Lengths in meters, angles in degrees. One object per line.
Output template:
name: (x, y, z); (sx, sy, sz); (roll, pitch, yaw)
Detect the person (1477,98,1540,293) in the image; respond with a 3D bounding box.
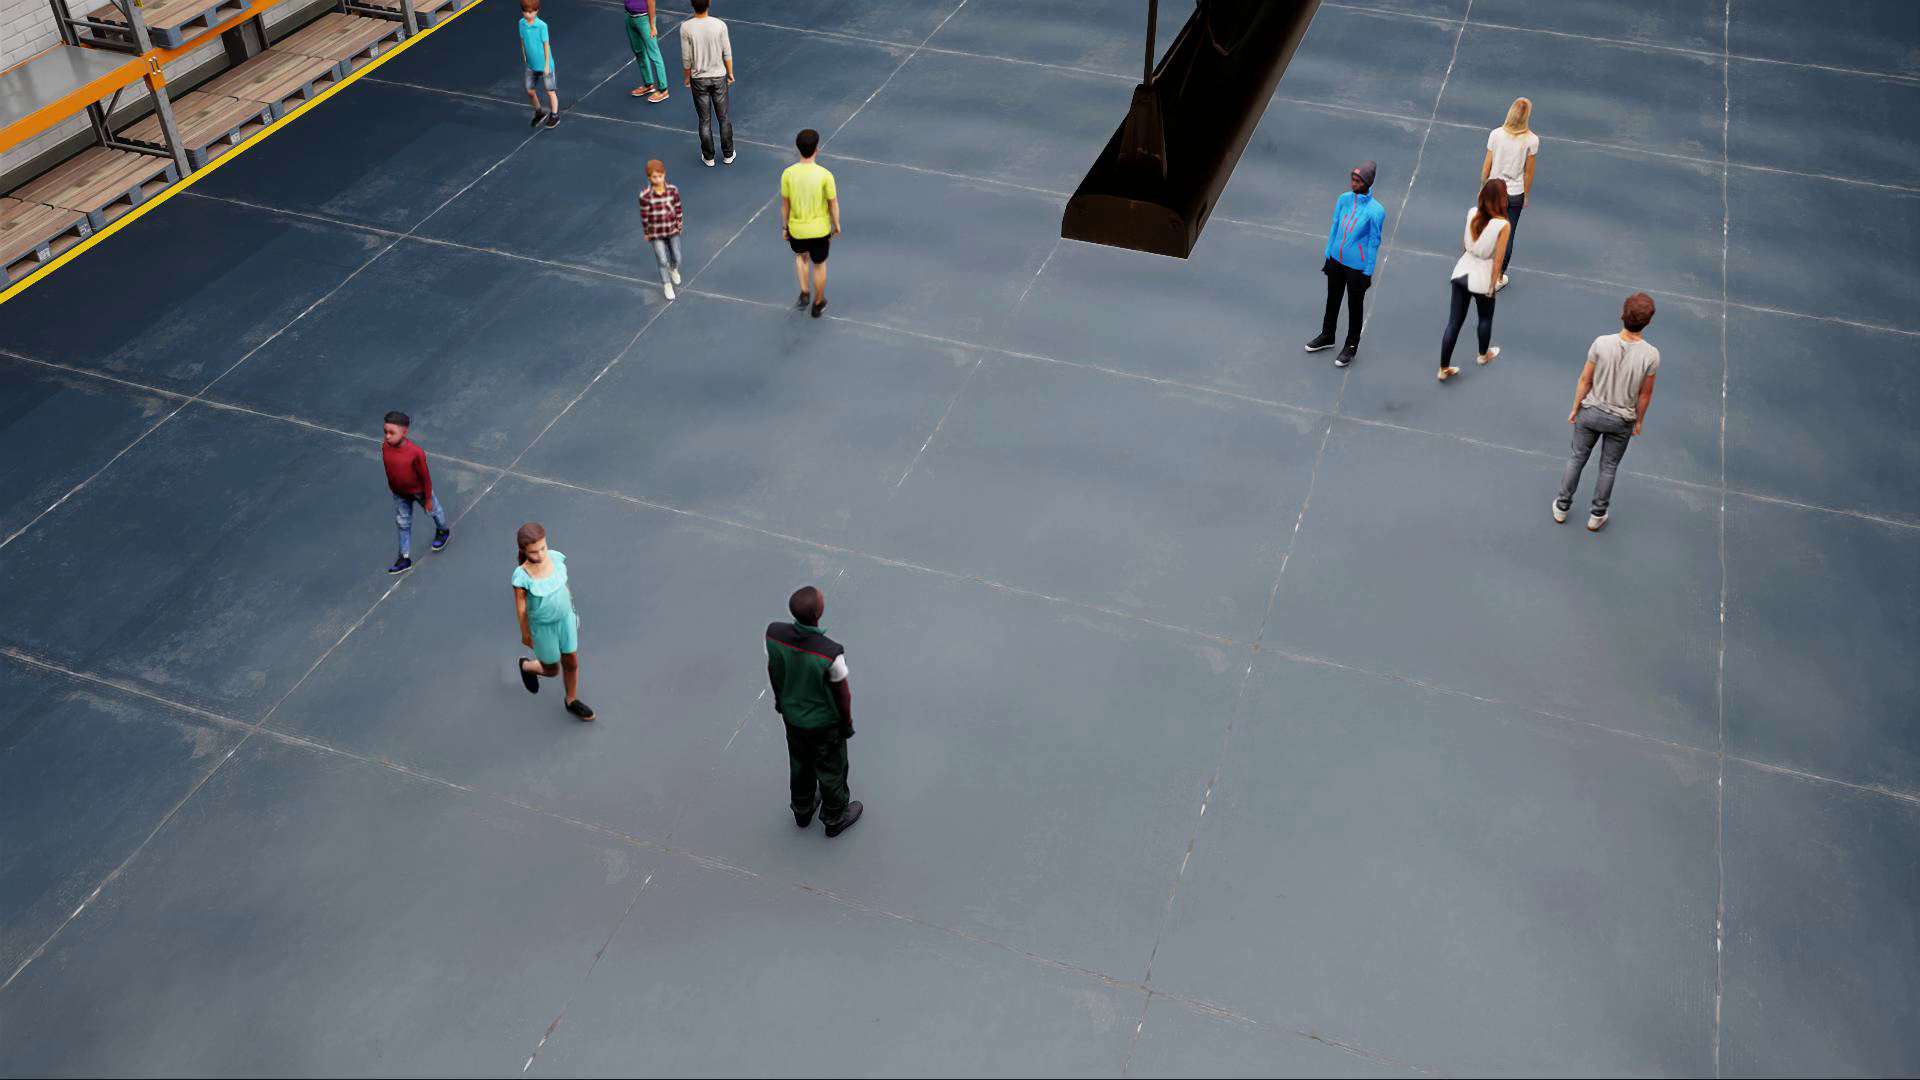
person: (4.802, -3.052, 14.709); (0.588, 1.809, 0.494); (14, 41, 17)

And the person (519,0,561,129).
person: (-4.394, -5.067, 17.530); (0.517, 1.437, 0.512); (13, 40, 15)

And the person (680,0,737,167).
person: (-2.518, -4.642, 16.698); (0.738, 1.812, 0.734); (-7, 39, -8)

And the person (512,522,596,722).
person: (-2.633, 0.487, 10.487); (0.758, 1.547, 0.830); (26, 45, 29)

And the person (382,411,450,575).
person: (-3.870, -0.400, 11.859); (0.551, 1.221, 0.854); (9, 40, 12)

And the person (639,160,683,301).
person: (-2.658, -2.796, 14.797); (0.688, 1.299, 0.753); (-12, 40, -15)

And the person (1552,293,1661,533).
person: (4.651, -0.904, 11.951); (0.659, 1.893, 0.557); (15, 41, 18)

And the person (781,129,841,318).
person: (-1.309, -2.681, 14.337); (0.707, 1.694, 0.694); (4, 39, 5)

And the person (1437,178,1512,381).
person: (4.122, -2.074, 13.523); (1.010, 1.760, 0.837); (-31, 48, -33)

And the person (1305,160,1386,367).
person: (3.249, -2.307, 13.787); (0.688, 1.794, 0.698); (-30, 48, -32)

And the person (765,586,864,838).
person: (-0.848, 0.996, 9.616); (0.708, 1.840, 0.635); (18, 42, 21)

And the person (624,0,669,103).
person: (-3.437, -5.643, 17.986); (0.686, 1.768, 0.676); (30, 48, 32)
